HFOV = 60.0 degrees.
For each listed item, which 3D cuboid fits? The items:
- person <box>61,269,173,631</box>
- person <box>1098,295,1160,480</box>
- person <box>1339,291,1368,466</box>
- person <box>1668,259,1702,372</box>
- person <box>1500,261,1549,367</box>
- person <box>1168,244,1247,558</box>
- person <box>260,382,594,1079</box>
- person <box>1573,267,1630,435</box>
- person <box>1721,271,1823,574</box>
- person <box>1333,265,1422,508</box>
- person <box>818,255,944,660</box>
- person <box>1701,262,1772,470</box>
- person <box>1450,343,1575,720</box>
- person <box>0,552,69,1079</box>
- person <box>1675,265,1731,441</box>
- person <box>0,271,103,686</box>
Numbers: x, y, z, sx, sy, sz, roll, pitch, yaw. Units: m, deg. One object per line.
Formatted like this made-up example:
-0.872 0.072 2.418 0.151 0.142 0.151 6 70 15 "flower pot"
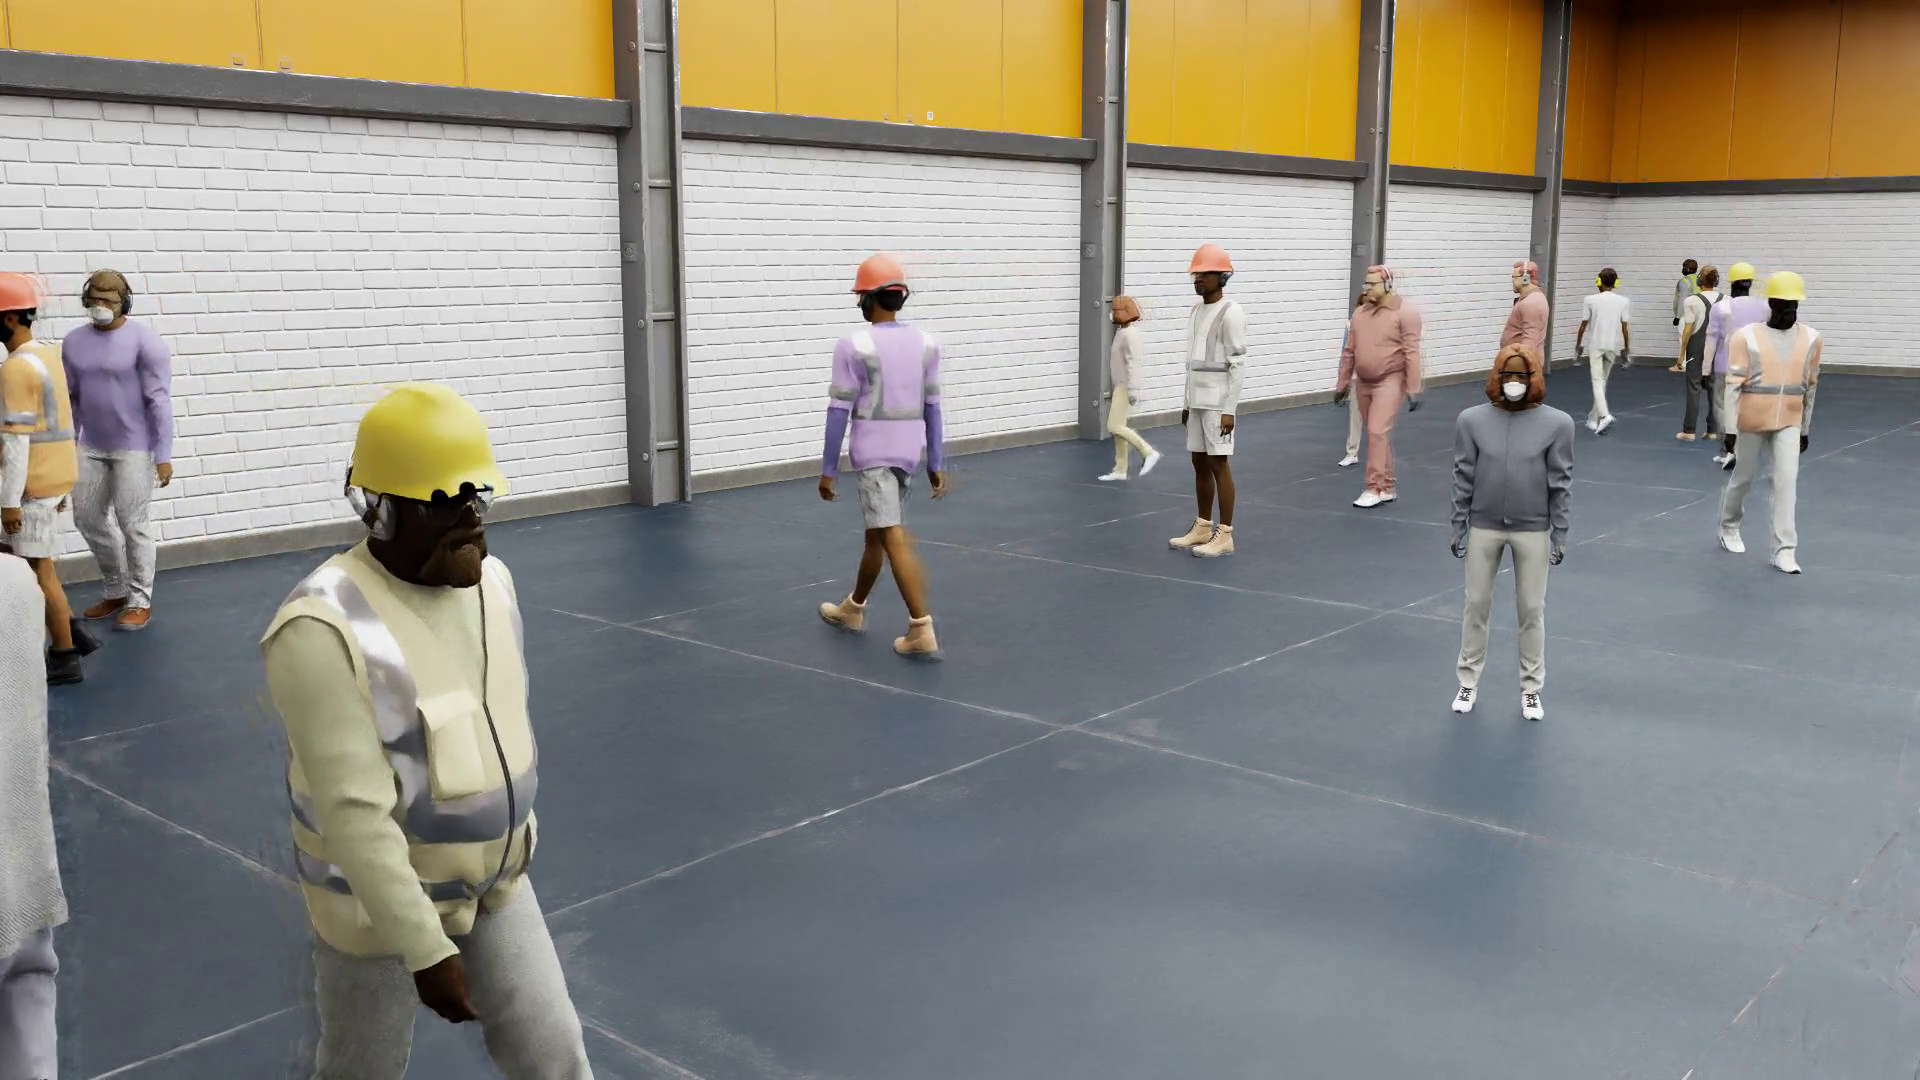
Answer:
-4.456 -0.474 8.860 0.697 1.916 0.468 3 10 14 "person"
1.455 -1.306 14.418 0.431 1.621 0.504 0 10 -1 "person"
3.769 -1.481 15.353 0.516 1.640 0.314 7 12 35 "person"
11.937 -3.686 27.331 0.621 1.845 0.429 -7 12 -34 "person"
5.139 -1.588 15.210 0.403 1.904 0.652 4 11 22 "person"
1.622 -0.907 10.938 0.376 2.042 0.615 -4 11 -21 "person"
-0.856 0.621 2.946 0.895 1.786 0.596 4 11 23 "person"
7.052 -2.073 18.236 0.558 1.823 0.938 1 10 4 "person"
5.203 -0.783 10.711 0.599 1.882 1.009 1 10 6 "person"
3.181 -1.188 12.983 0.762 1.881 0.685 -6 12 -33 "person"
-0.413 -0.427 8.374 0.626 1.987 1.036 -9 13 -41 "person"
7.145 -1.602 15.302 0.599 1.903 0.823 0 10 0 "person"
2.364 -0.033 7.164 0.498 1.626 0.289 5 11 24 "person"
-1.729 0.651 2.677 0.849 1.826 0.505 2 10 10 "person"
7.790 -1.949 17.435 0.504 1.847 0.345 0 10 -1 "person"
-4.274 -0.262 7.620 0.407 1.917 0.565 -3 10 -17 "person"
